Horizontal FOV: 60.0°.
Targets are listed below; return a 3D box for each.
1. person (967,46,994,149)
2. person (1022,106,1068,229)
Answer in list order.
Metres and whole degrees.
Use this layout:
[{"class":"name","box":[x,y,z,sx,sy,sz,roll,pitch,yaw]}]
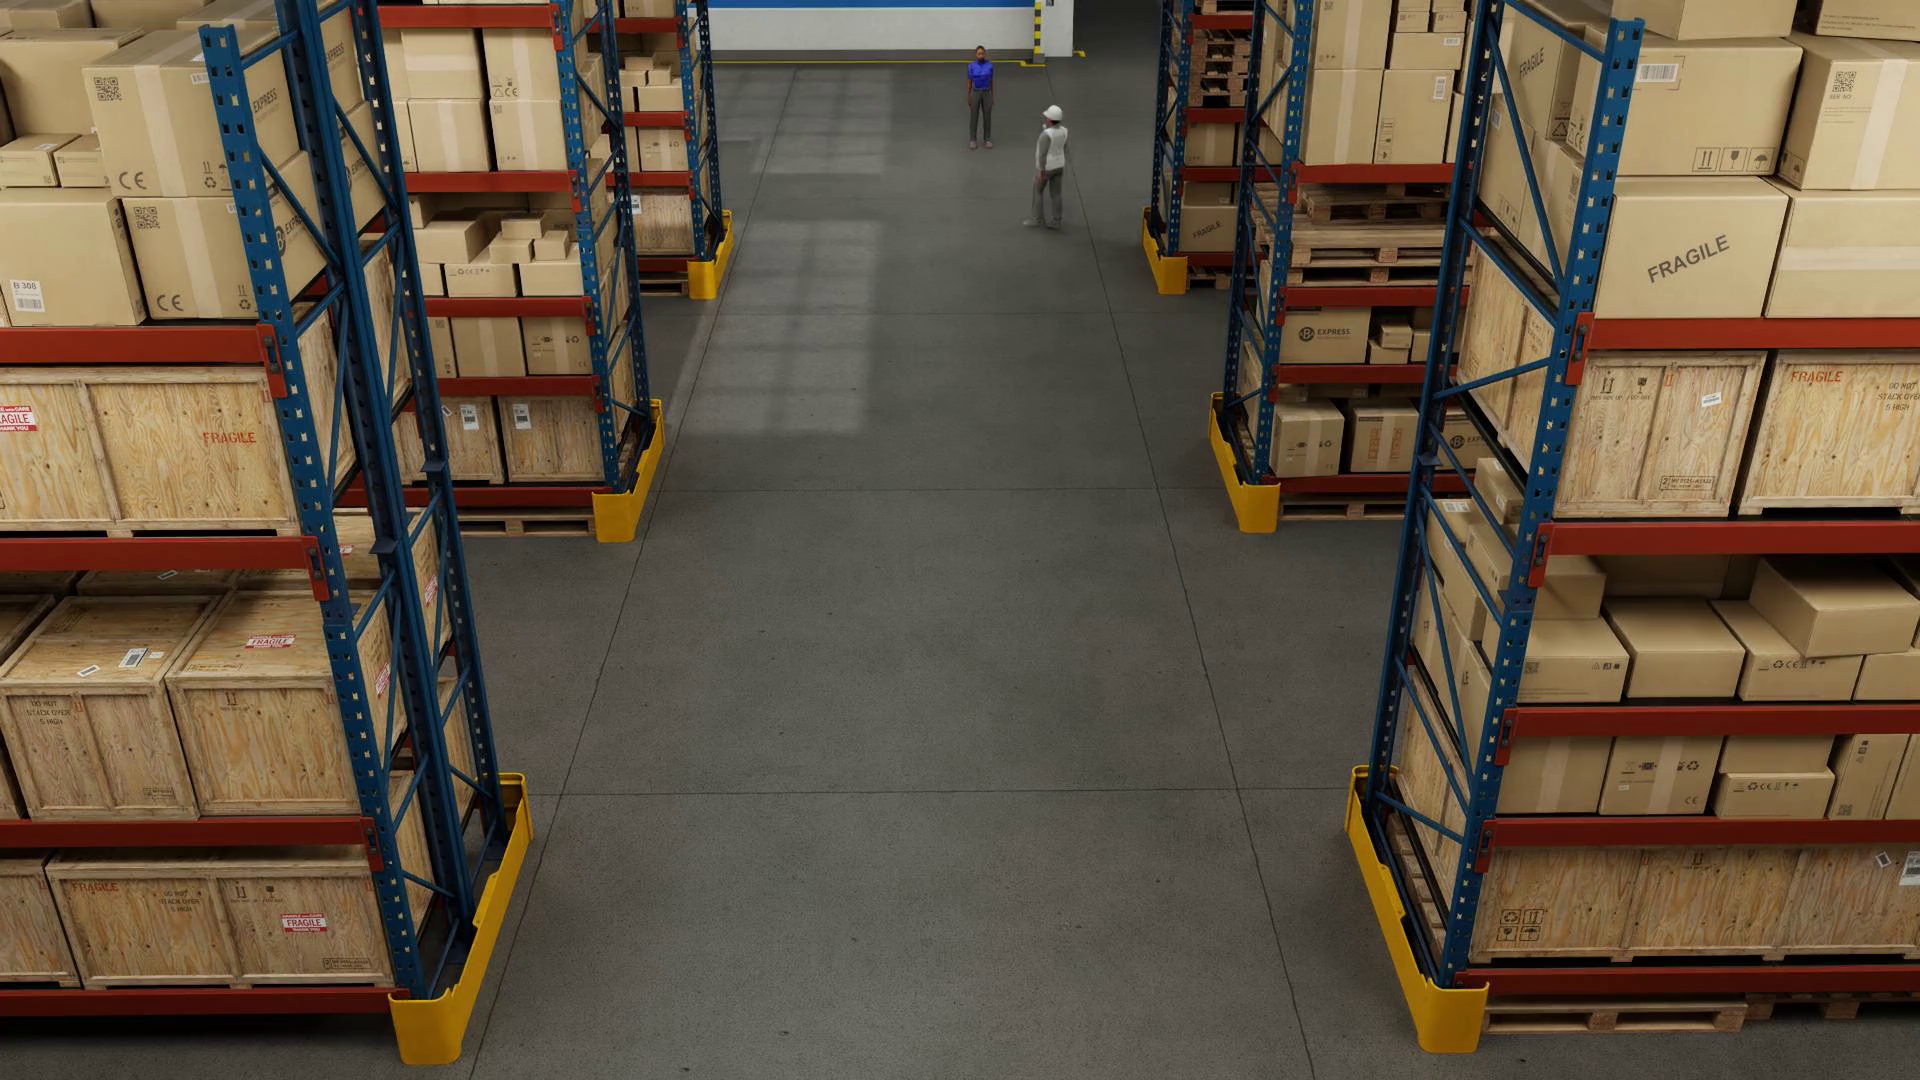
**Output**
[{"class":"person","box":[0.357,-7.401,27.787,0.442,1.660,0.336,-4,29,-8]},{"class":"person","box":[1.241,-5.366,23.852,0.558,1.774,0.617,-19,34,-32]}]
